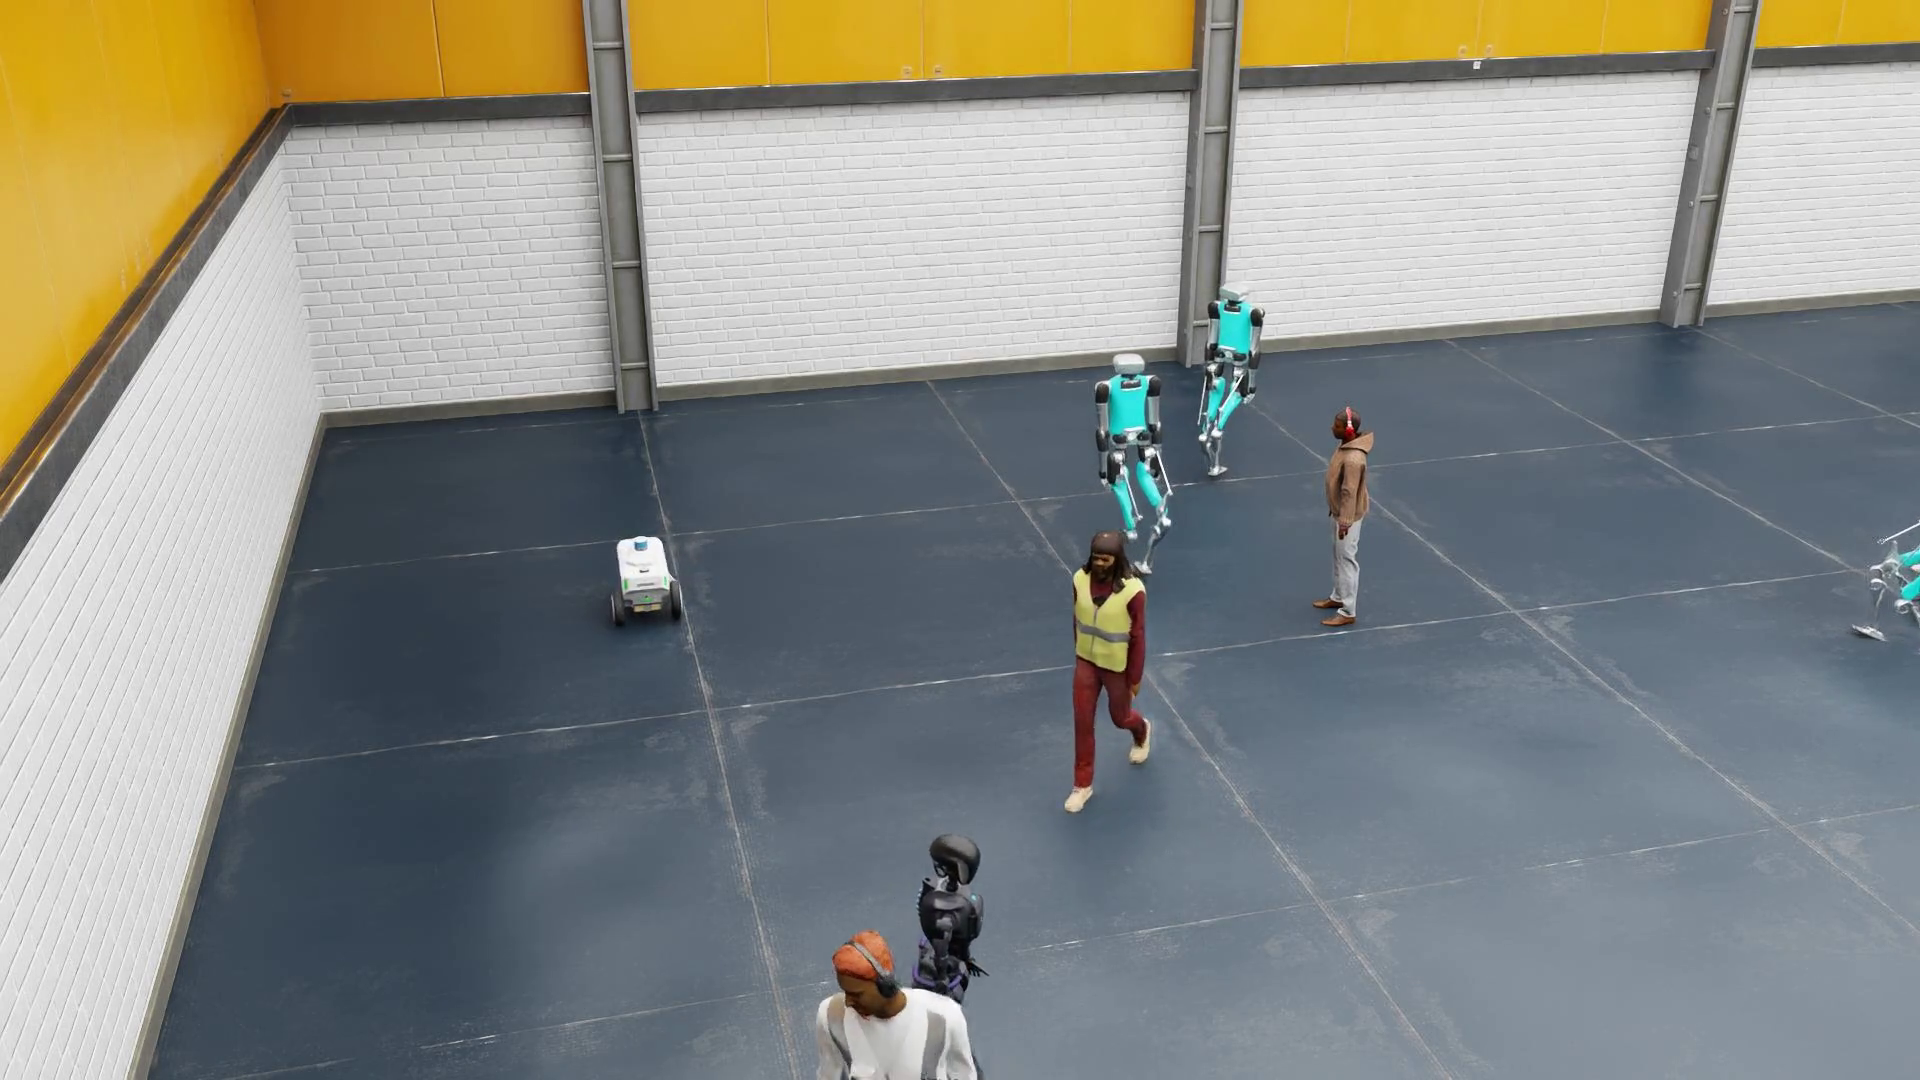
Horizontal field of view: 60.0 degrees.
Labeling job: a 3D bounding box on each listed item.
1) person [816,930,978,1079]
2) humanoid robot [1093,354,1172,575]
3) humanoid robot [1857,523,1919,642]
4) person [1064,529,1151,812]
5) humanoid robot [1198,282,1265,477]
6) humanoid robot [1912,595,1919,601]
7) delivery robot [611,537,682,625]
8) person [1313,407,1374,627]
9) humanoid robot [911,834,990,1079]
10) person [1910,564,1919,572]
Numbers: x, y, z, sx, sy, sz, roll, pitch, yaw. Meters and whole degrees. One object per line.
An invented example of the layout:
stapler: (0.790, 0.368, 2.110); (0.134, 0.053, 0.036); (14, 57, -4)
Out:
person: (-0.264, 2.228, 6.320); (0.700, 1.869, 0.458); (4, 24, 9)
humanoid robot: (1.340, -0.504, 12.678); (0.552, 1.749, 0.933); (-6, 25, -14)
humanoid robot: (6.681, -0.009, 11.590); (0.879, 1.789, 0.553); (11, 26, 24)
person: (0.909, 0.713, 9.917); (0.478, 1.745, 0.796); (14, 27, 28)
humanoid robot: (2.257, -1.296, 14.548); (0.537, 1.834, 0.748); (17, 29, 34)
humanoid robot: (7.268, -0.185, 12.074); (0.622, 1.636, 0.609); (-16, 28, -31)
delivery robot: (-2.352, 0.289, 12.372); (0.499, 0.614, 0.786); (-6, 24, -13)
person: (2.792, -0.175, 12.050); (0.313, 1.644, 0.459); (1, 24, 1)
humanoid robot: (-0.026, 1.947, 7.258); (0.786, 1.625, 0.610); (3, 24, 7)
person: (7.642, -0.497, 12.640); (0.333, 1.760, 0.526); (-6, 24, -13)
